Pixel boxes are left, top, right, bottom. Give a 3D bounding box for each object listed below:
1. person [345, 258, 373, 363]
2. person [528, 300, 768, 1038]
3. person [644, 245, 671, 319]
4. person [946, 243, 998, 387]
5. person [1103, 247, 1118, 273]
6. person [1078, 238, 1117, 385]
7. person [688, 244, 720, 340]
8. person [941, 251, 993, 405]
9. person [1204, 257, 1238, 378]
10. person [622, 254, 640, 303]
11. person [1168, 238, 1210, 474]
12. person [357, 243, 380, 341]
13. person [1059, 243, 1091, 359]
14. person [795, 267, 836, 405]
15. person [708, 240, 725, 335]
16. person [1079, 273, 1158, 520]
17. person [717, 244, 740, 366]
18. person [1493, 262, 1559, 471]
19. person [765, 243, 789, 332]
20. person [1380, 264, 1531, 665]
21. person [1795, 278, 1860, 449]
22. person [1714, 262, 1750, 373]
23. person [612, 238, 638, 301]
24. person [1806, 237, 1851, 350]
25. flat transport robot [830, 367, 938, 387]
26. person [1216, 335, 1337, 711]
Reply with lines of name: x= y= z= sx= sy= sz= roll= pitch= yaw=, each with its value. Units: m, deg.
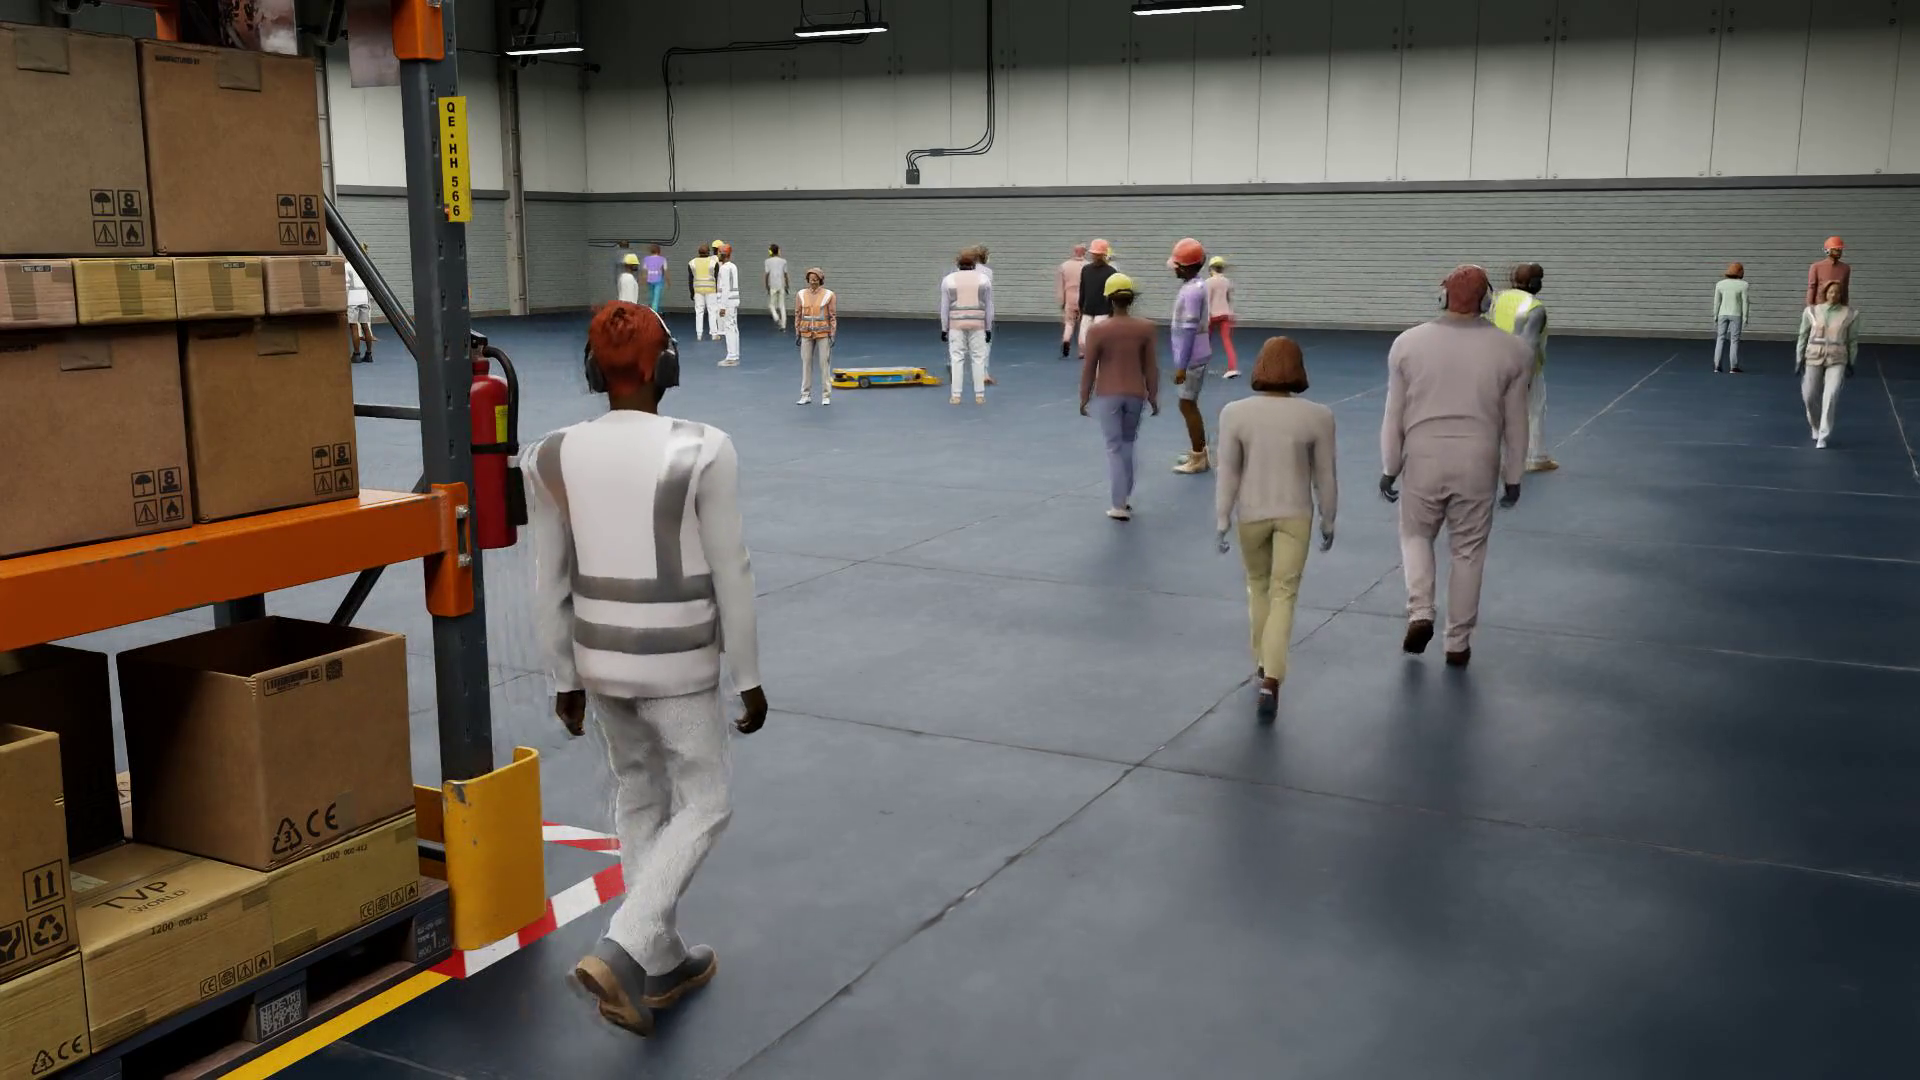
person: x=-9.592 y=-3.768 z=26.367 sx=0.361 sy=1.939 sz=0.542 roll=6 pitch=12 yaw=30
person: x=-0.810 y=0.339 z=4.171 sx=0.595 sy=1.865 sz=0.594 roll=4 pitch=11 yaw=20
person: x=-7.202 y=-6.112 z=39.559 sx=0.590 sy=1.792 sz=0.991 roll=3 pitch=11 yaw=14
person: x=0.195 y=-2.982 z=22.135 sx=0.646 sy=1.921 sz=0.634 roll=-7 pitch=12 yaw=-32
person: x=2.674 y=-4.473 z=30.537 sx=0.411 sy=1.818 sz=0.614 roll=-3 pitch=11 yaw=-18
person: x=1.858 y=-3.073 z=22.468 sx=0.644 sy=1.980 sz=0.481 roll=9 pitch=14 yaw=42
person: x=-4.940 y=-4.804 z=32.285 sx=0.619 sy=1.845 sz=0.430 roll=1 pitch=10 yaw=4
person: x=0.081 y=-2.532 z=19.968 sx=0.645 sy=1.846 sz=0.499 roll=-1 pitch=10 yaw=-4
person: x=3.644 y=-3.164 z=23.685 sx=0.554 sy=1.714 sz=0.937 roll=-6 pitch=12 yaw=-29
person: x=-5.387 y=-3.762 z=26.907 sx=0.873 sy=1.730 sz=0.527 roll=-5 pitch=11 yaw=-25
person: x=1.940 y=-1.545 z=14.109 sx=0.399 sy=2.003 sz=0.711 roll=2 pitch=11 yaw=8
person: x=-11.413 y=-4.726 z=31.796 sx=0.516 sy=1.865 sz=0.325 roll=6 pitch=12 yaw=28
person: x=1.924 y=-3.886 z=27.136 sx=0.655 sy=1.892 sz=0.576 roll=4 pitch=11 yaw=19
person: x=-1.727 y=-2.432 z=19.905 sx=0.514 sy=1.638 sz=0.310 roll=2 pitch=11 yaw=12
person: x=-4.921 y=-5.111 z=33.747 sx=0.584 sy=1.919 sz=0.382 roll=10 pitch=14 yaw=42
person: x=1.115 y=-1.037 z=11.973 sx=0.554 sy=1.742 sz=0.621 roll=-3 pitch=11 yaw=-17
person: x=-3.607 y=-3.639 z=25.823 sx=0.358 sy=1.882 sz=0.574 roll=1 pitch=10 yaw=8
person: x=4.724 y=-1.468 z=14.210 sx=0.924 sy=1.812 sz=0.617 roll=-4 pitch=11 yaw=-20
person: x=-3.817 y=-5.270 z=34.805 sx=0.557 sy=1.848 sz=0.409 roll=-5 pitch=11 yaw=-24
person: x=2.332 y=-0.348 z=7.853 sx=0.667 sy=1.888 sz=0.435 roll=3 pitch=11 yaw=16
person: x=8.323 y=-1.704 z=15.966 sx=0.523 sy=1.616 sz=0.685 roll=7 pitch=13 yaw=34
person: x=11.404 y=-3.291 z=24.599 sx=0.266 sy=1.631 sz=0.507 roll=-9 pitch=14 yaw=-41
person: x=-8.181 y=-6.399 z=40.712 sx=0.635 sy=1.939 sz=0.361 roll=1 pitch=10 yaw=4
person: x=12.536 y=-3.361 z=23.999 sx=0.623 sy=1.991 sz=0.400 roll=-1 pitch=10 yaw=-4
flat transport robot: x=-1.069 y=-2.201 z=22.378 sx=1.431 sy=0.197 sz=0.652 roll=-4 pitch=11 yaw=-20
person: x=1.367 y=-0.087 z=7.229 sx=0.509 sy=1.598 sz=0.830 roll=3 pitch=11 yaw=18
